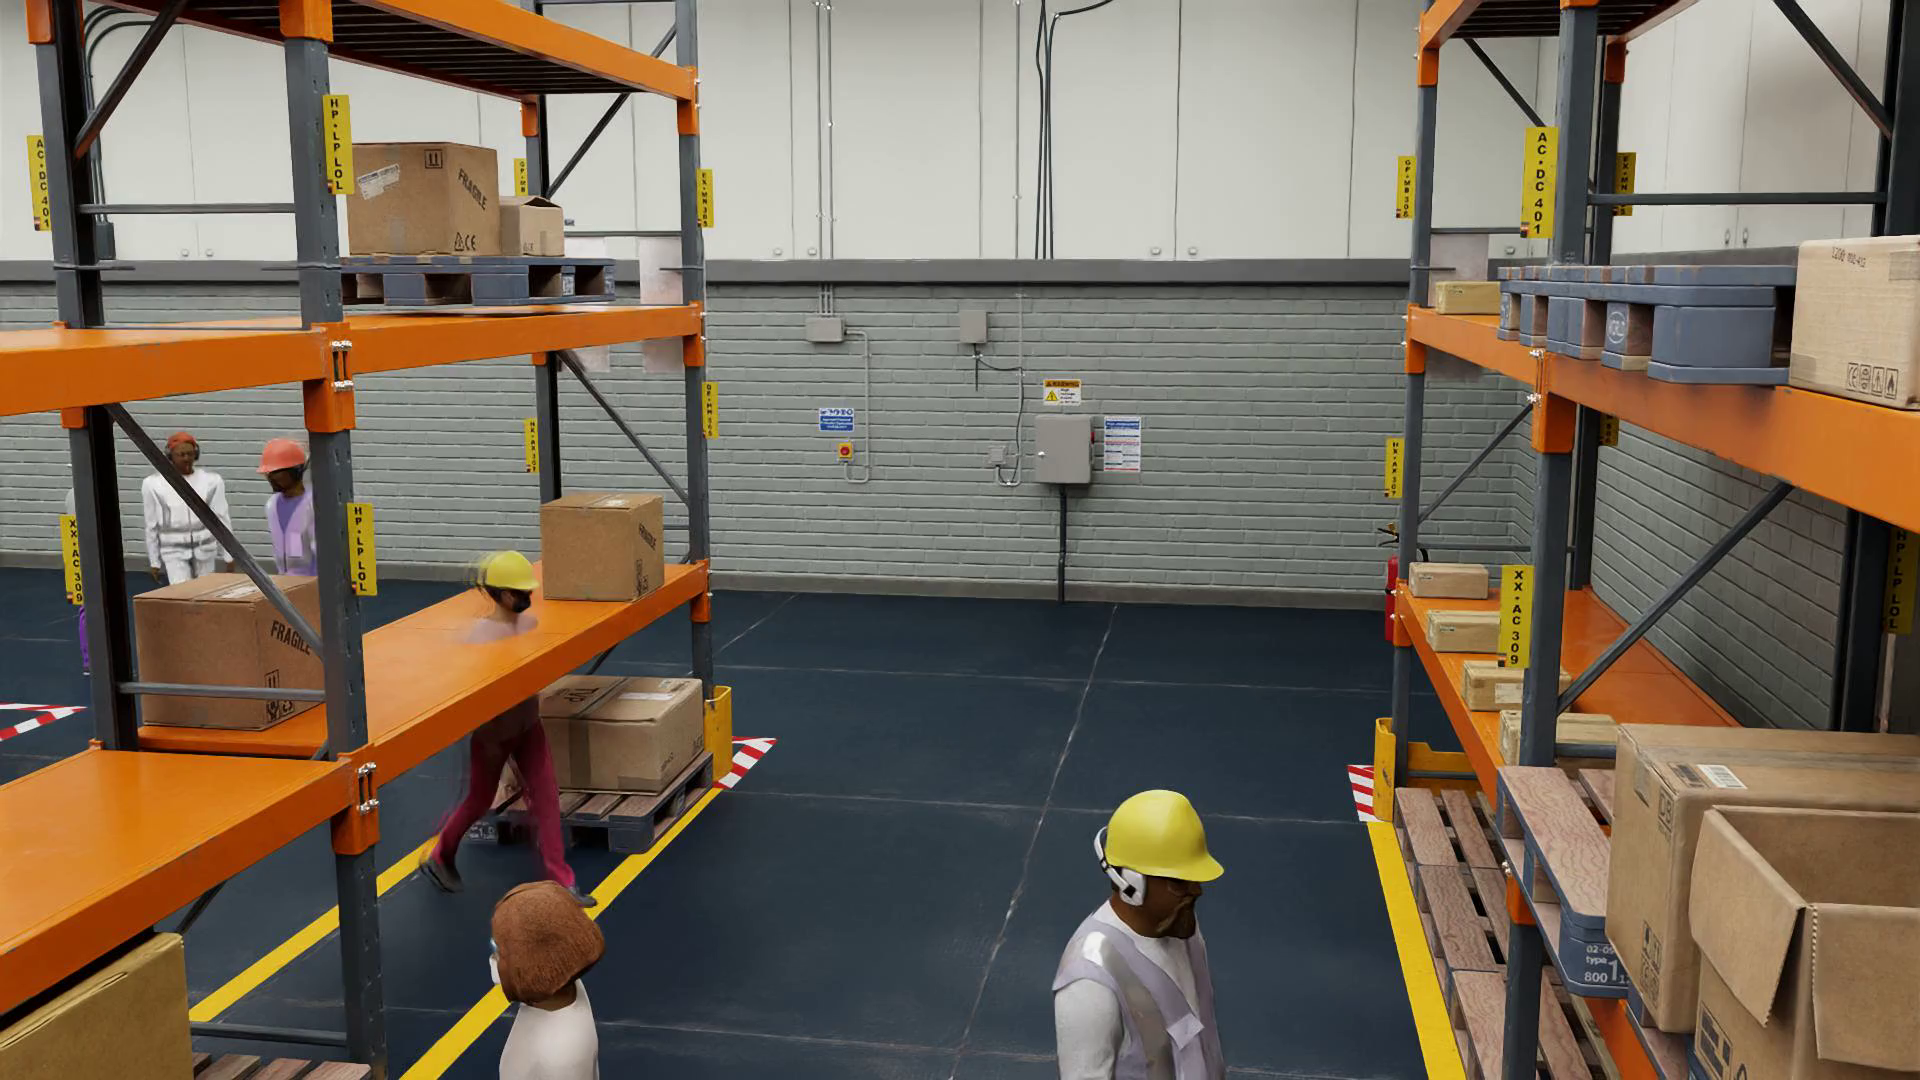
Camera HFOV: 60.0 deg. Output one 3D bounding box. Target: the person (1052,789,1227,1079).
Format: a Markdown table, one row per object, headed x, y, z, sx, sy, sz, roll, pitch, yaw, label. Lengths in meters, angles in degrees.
| x | y | z | sx | sy | sz | roll | pitch | yaw | label |
| --- | --- | --- | --- | --- | --- | --- | --- | --- | --- |
| 0.438 | 1.483 | 4.040 | 0.404 | 1.824 | 0.586 | 5 | 10 | 28 | person |

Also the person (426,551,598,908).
| x | y | z | sx | sy | sz | roll | pitch | yaw | label |
| --- | --- | --- | --- | --- | --- | --- | --- | --- | --- |
| -2.201 | 0.893 | 7.962 | 0.905 | 1.726 | 0.528 | 4 | 10 | 25 | person |

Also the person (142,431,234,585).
| x | y | z | sx | sy | sz | roll | pitch | yaw | label |
| --- | --- | --- | --- | --- | --- | --- | --- | --- | --- |
| -5.765 | 0.102 | 12.449 | 0.588 | 1.859 | 0.857 | -7 | 11 | -36 | person |

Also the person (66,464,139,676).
| x | y | z | sx | sy | sz | roll | pitch | yaw | label |
| --- | --- | --- | --- | --- | --- | --- | --- | --- | --- |
| -6.415 | 0.160 | 12.383 | 0.563 | 1.755 | 0.322 | 8 | 12 | 42 | person |

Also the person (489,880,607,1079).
| x | y | z | sx | sy | sz | roll | pitch | yaw | label |
| --- | --- | --- | --- | --- | --- | --- | --- | --- | --- |
| -0.966 | 1.590 | 3.944 | 0.289 | 1.633 | 0.498 | -3 | 10 | -20 | person |
